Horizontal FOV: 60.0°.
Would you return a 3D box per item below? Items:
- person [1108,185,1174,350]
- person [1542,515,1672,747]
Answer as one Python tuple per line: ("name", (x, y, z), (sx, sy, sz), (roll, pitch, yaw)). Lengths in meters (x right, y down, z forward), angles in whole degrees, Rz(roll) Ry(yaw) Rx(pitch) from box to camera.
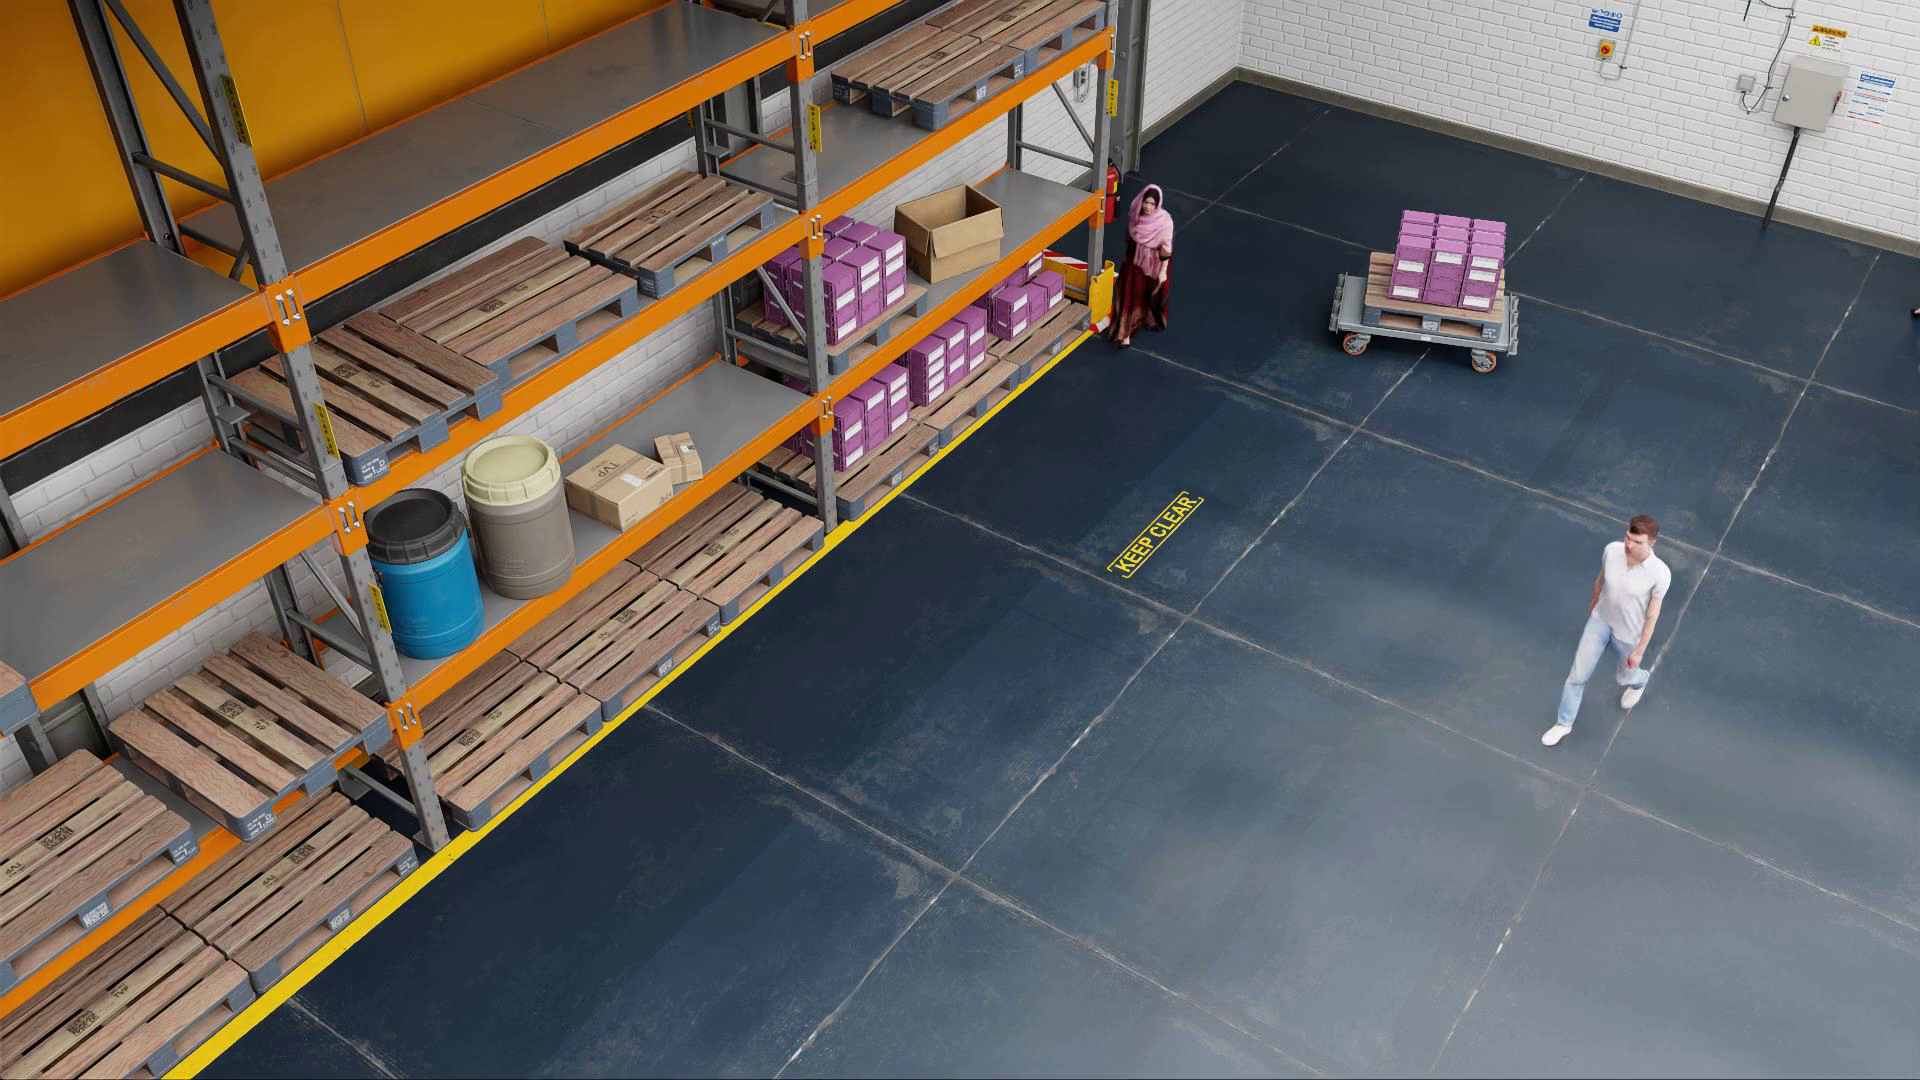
("person", (1.714, -2.527, 14.968), (0.739, 1.604, 1.113), (22, 44, 25))
("person", (4.381, 0.562, 10.930), (1.208, 1.817, 0.808), (-31, 48, -33))
